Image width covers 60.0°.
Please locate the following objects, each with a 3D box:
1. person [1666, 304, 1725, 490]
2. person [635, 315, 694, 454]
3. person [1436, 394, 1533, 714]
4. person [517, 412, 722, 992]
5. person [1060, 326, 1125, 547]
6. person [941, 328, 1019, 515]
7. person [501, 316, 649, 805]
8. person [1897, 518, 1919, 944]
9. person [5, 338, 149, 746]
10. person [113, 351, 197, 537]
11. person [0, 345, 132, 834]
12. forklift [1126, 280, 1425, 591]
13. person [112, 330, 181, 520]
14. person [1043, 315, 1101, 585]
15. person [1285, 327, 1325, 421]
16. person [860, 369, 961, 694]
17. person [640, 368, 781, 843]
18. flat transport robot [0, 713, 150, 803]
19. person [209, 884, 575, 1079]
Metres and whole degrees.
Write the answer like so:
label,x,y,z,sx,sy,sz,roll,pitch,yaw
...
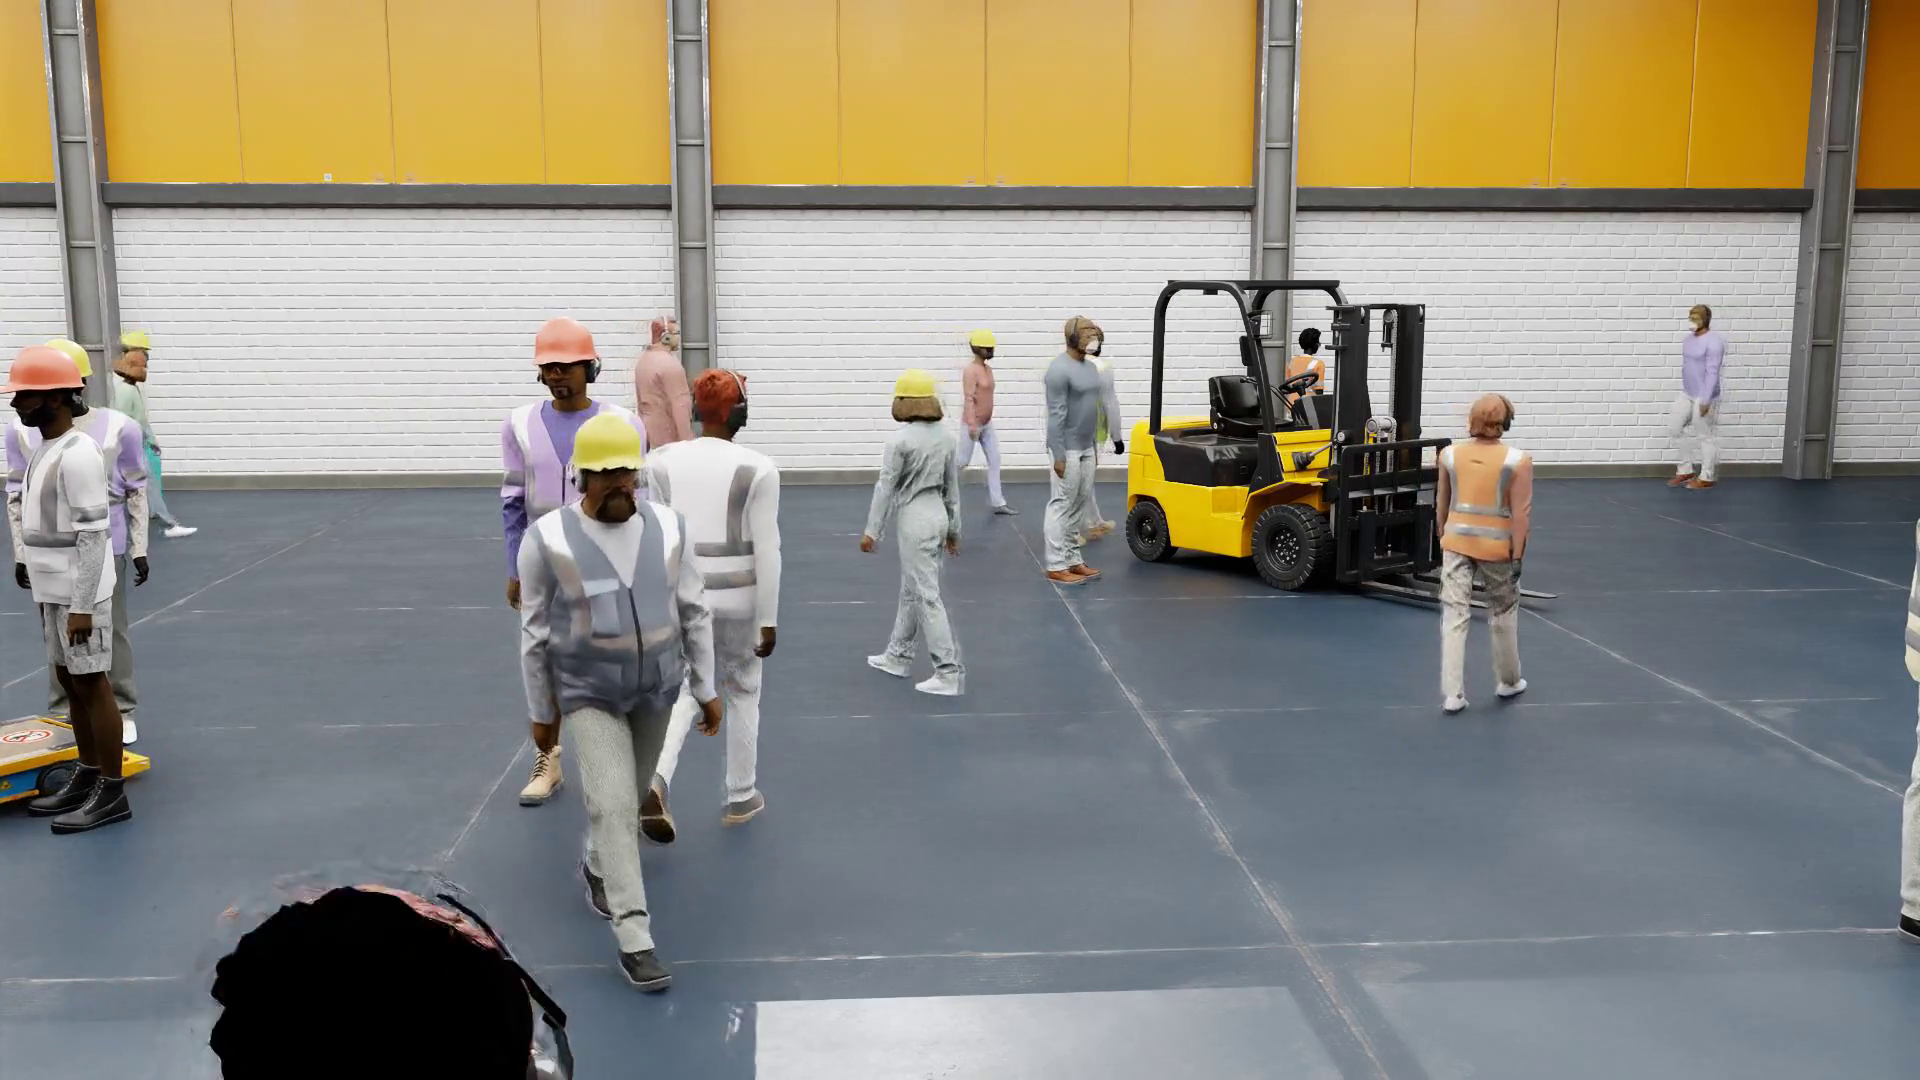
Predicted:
label,x,y,z,sx,sy,sz,roll,pitch,yaw
person,7.557,-1.459,17.102,0.598,1.914,0.655,-1,9,-7
person,-2.342,-0.858,13.415,0.437,1.892,0.646,-4,10,-26
person,2.691,0.059,8.525,0.525,1.605,0.774,6,11,35
person,-1.119,0.465,5.434,0.601,1.791,0.921,-6,11,-34
person,1.107,-0.851,13.642,0.888,1.802,0.625,-7,12,-39
person,0.103,-1.096,15.409,0.857,1.736,0.537,5,10,28
person,-1.602,0.099,6.928,0.609,2.044,0.394,0,9,2
person,3.342,0.435,5.471,0.403,1.835,0.587,9,13,44
person,-4.102,0.026,7.756,0.591,1.923,0.381,-2,9,-13
person,-6.971,-0.787,13.935,0.889,1.584,0.511,-4,10,-24
person,-3.577,0.196,6.649,0.356,1.939,0.543,-8,12,-42
forklift,2.301,-0.860,12.475,1.214,2.155,2.313,-6,11,-35
person,-7.526,-1.025,14.981,0.819,1.726,0.521,1,9,5
person,0.813,-0.645,11.961,0.368,1.932,0.627,5,10,30
person,3.492,-1.300,16.828,0.321,1.691,0.532,-5,10,-29
person,-0.286,-0.051,8.924,0.839,1.709,0.503,7,11,36
person,-0.989,0.262,6.478,0.586,1.862,0.777,2,9,14
flat transport robot,-4.224,0.989,6.887,0.652,0.197,1.431,6,11,33
person,-0.348,1.113,1.148,0.654,1.866,0.971,-6,11,-34
